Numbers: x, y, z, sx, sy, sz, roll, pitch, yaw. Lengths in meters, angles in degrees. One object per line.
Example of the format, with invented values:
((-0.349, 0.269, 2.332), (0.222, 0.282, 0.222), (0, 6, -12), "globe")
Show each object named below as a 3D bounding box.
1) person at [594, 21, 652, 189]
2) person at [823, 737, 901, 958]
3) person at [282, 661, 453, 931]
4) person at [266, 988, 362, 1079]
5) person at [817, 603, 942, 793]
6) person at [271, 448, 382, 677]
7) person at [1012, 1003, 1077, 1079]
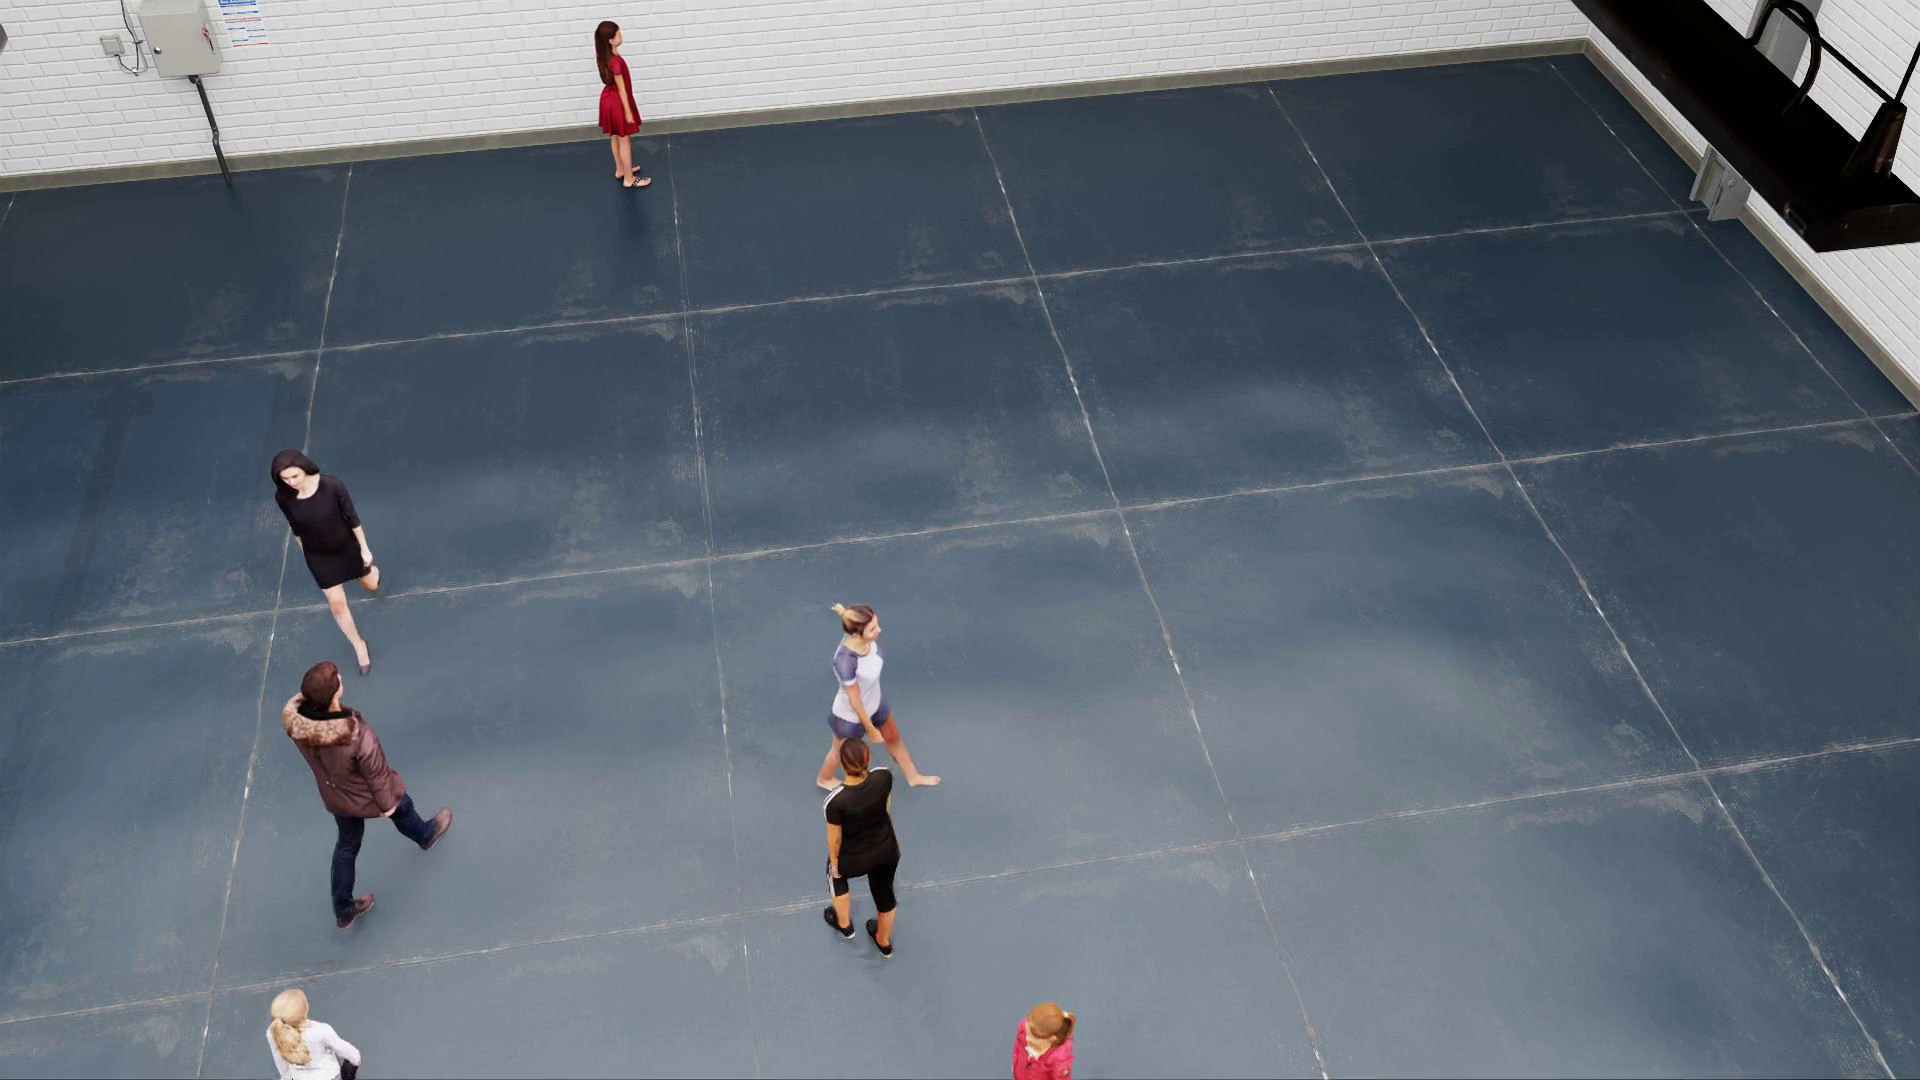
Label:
((-3.078, -3.920, 14.925), (0.691, 1.553, 0.629), (-21, 48, -21), "person")
((-0.472, 1.713, 8.938), (0.680, 1.654, 0.756), (-21, 47, -20), "person")
((-3.368, 1.422, 9.137), (1.162, 1.801, 1.331), (16, 46, 17), "person")
((-3.192, 2.693, 8.200), (0.638, 1.253, 0.888), (3, 44, 3), "person")
((-0.672, 0.973, 9.769), (0.930, 1.579, 1.001), (13, 45, 14), "person")
((-3.973, 0.040, 10.610), (0.652, 1.771, 1.020), (-10, 45, -10), "person")
((0.416, 2.656, 8.194), (0.677, 1.316, 0.593), (-31, 52, -28), "person")
